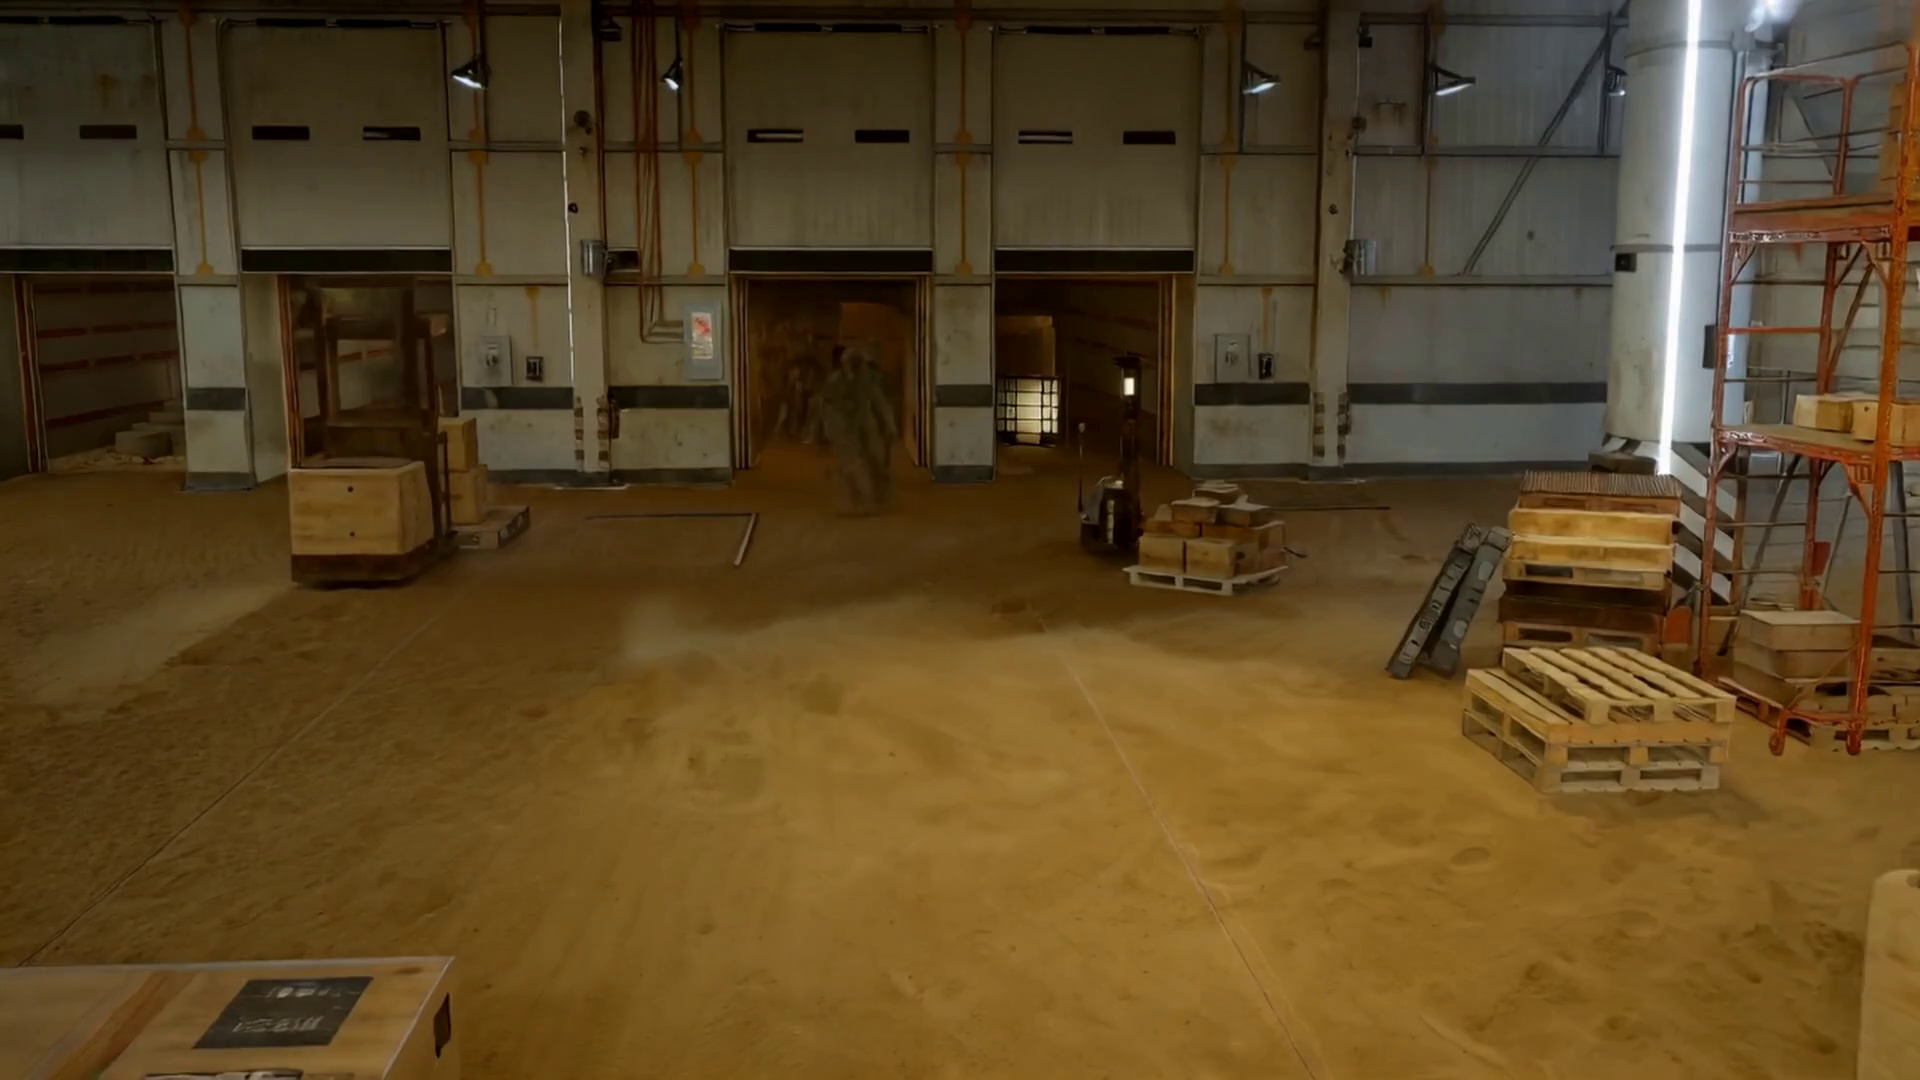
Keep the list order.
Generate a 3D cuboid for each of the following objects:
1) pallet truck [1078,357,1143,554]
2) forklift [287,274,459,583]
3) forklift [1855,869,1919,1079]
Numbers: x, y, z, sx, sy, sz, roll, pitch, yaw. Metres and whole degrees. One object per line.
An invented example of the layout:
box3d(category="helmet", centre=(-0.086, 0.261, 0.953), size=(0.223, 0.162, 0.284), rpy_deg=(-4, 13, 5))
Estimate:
box3d(category="pallet truck", centre=(2.088, -0.836, 16.757), size=(1.885, 1.965, 0.823), rpy_deg=(2, 9, 13))
box3d(category="forklift", centre=(-5.553, -1.098, 15.644), size=(1.129, 2.768, 1.873), rpy_deg=(-1, 9, -4))
box3d(category="forklift", centre=(3.298, 0.754, 4.010), size=(1.129, 2.768, 1.873), rpy_deg=(-2, 9, -10))
